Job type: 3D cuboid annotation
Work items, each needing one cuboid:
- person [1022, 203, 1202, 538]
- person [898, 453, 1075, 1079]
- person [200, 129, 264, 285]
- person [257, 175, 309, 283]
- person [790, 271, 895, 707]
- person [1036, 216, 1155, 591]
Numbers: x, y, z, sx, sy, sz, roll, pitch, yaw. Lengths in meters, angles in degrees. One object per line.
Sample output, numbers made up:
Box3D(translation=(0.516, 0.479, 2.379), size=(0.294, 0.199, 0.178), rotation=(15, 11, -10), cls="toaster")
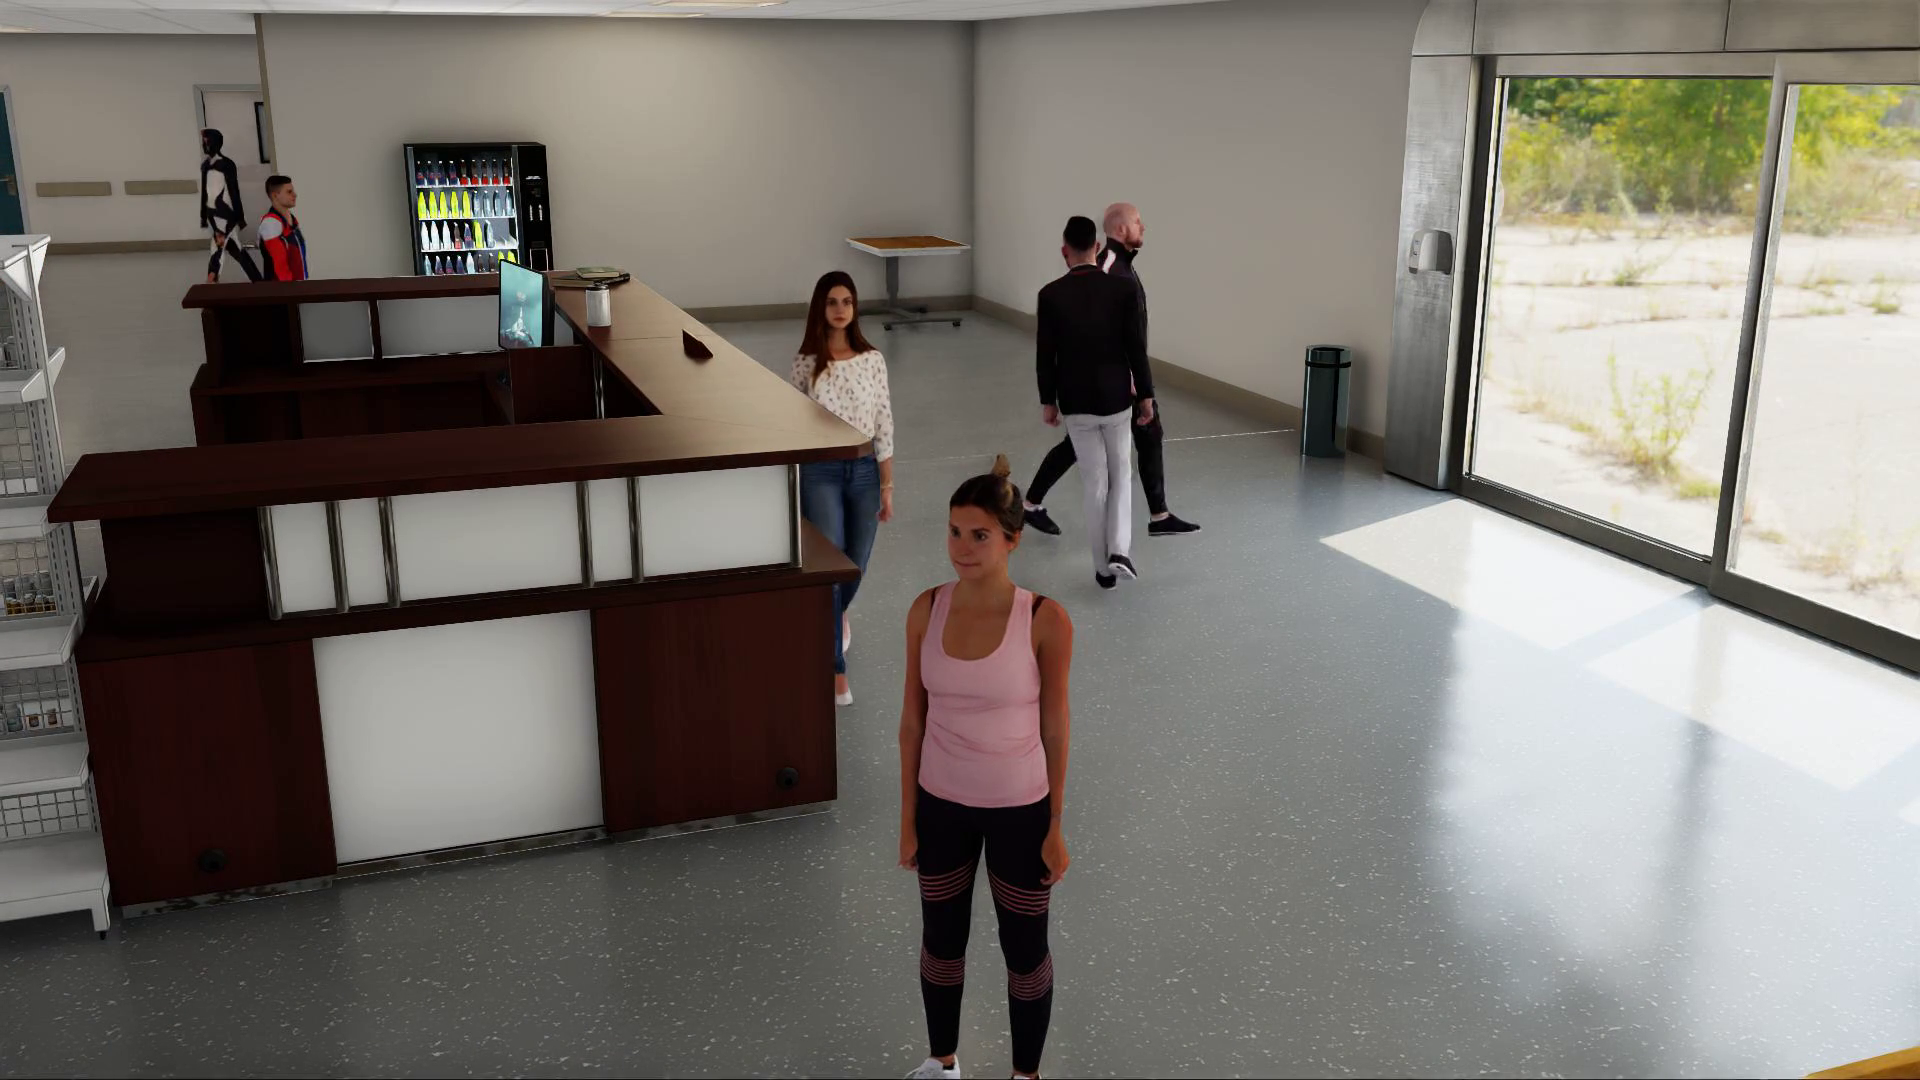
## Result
Box3D(translation=(0.704, -0.849, 8.862), size=(1.288, 1.790, 1.181), rotation=(6, 17, 20), cls="person")
Box3D(translation=(0.062, 0.619, 3.913), size=(0.623, 1.651, 0.706), rotation=(5, 17, 17), cls="person")
Box3D(translation=(-7.973, -3.506, 18.186), size=(1.130, 1.846, 1.332), rotation=(12, 20, 36), cls="person")
Box3D(translation=(-5.051, -1.779, 12.287), size=(1.145, 1.722, 0.942), rotation=(2, 16, 7), cls="person")
Box3D(translation=(-0.499, -0.242, 6.881), size=(1.065, 1.698, 0.715), rotation=(-4, 16, -13), cls="person")
Box3D(translation=(0.632, -0.611, 7.995), size=(0.803, 1.803, 0.915), rotation=(3, 16, 9), cls="person")
